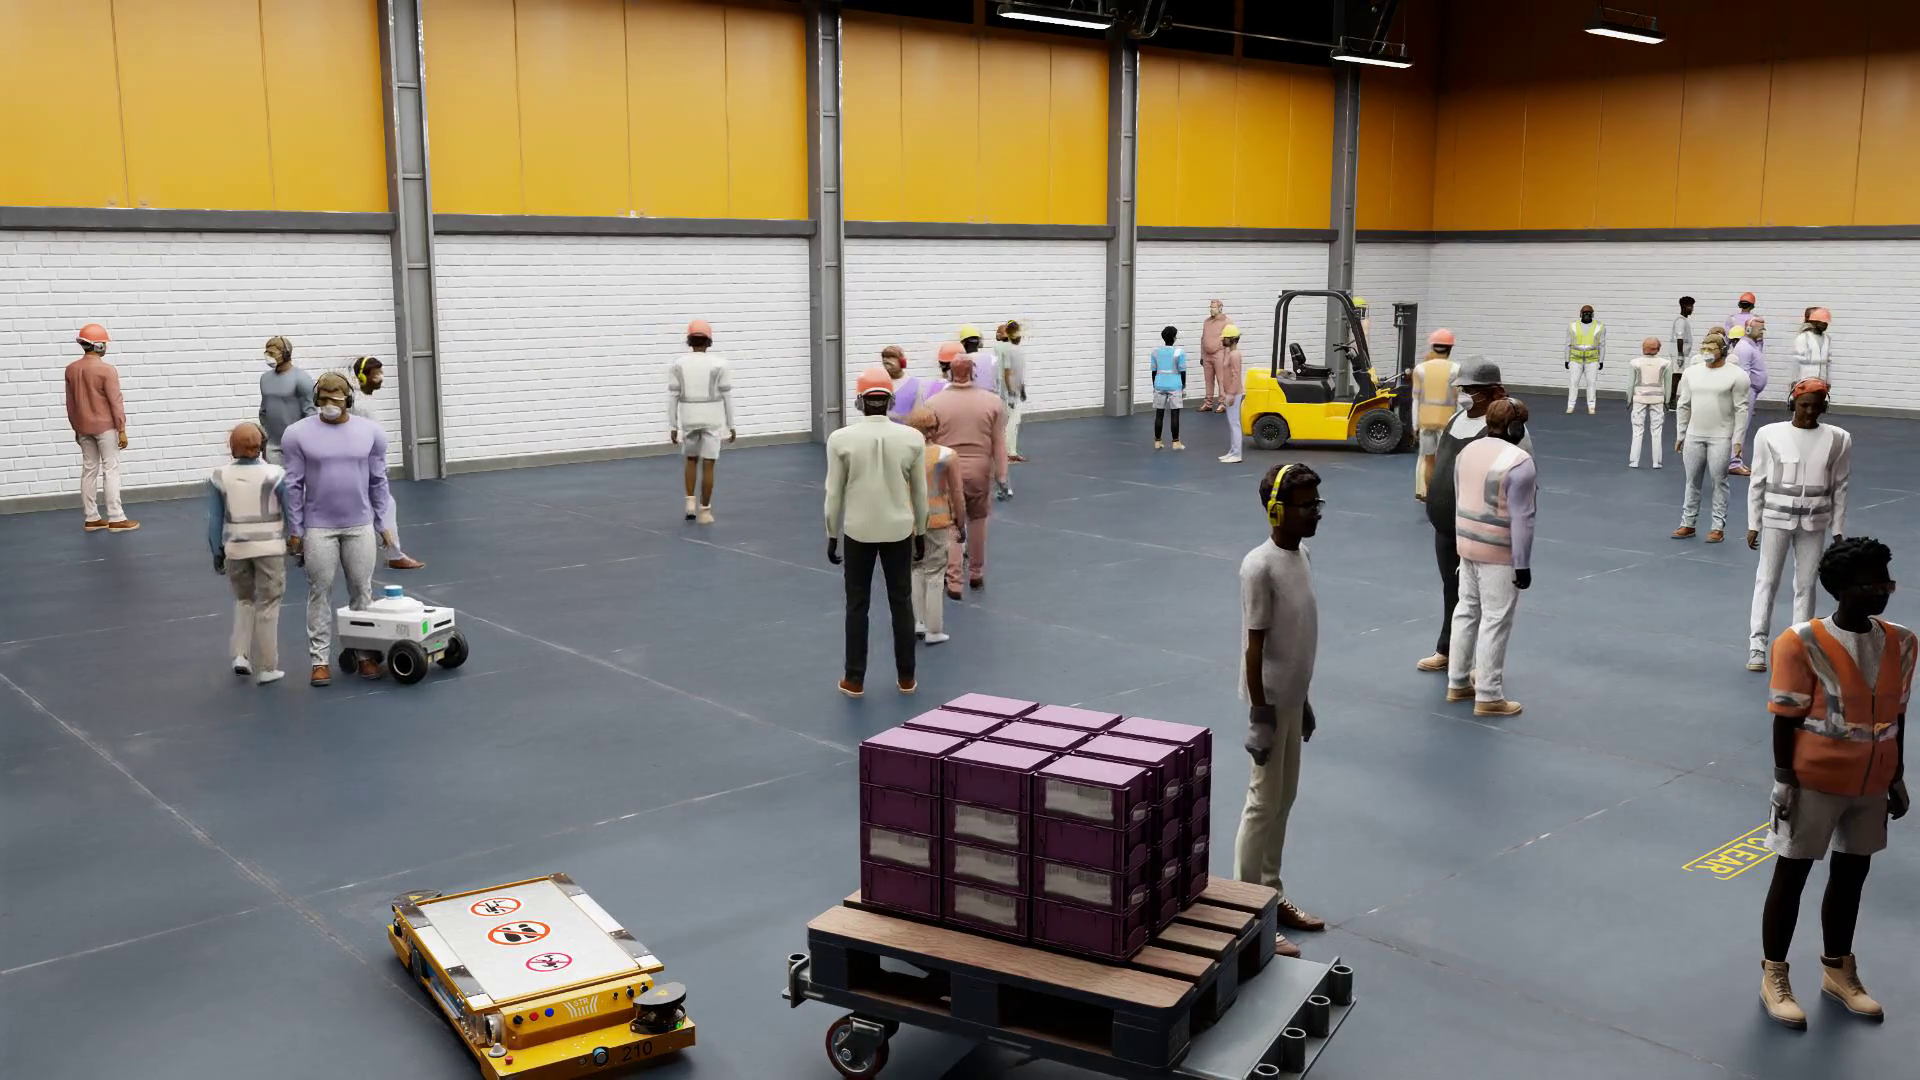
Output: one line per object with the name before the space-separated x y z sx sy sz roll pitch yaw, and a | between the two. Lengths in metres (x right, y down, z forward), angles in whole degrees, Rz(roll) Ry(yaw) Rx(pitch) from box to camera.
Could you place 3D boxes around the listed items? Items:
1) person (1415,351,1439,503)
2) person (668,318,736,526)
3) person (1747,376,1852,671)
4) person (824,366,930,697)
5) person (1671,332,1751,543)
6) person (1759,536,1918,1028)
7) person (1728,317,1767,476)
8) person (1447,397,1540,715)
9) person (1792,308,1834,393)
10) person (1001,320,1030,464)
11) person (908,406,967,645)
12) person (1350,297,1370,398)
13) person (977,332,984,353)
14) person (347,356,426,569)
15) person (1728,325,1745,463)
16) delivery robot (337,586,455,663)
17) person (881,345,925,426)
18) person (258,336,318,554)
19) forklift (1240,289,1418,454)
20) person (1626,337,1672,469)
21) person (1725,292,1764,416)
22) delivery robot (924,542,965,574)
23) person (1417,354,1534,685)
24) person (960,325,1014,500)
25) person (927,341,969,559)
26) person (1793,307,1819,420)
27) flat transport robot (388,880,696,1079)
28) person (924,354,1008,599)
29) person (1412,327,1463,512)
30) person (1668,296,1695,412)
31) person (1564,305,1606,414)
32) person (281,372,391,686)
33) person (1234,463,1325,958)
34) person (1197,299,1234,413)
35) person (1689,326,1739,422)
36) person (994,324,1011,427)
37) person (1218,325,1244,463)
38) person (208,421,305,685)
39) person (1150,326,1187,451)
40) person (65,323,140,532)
person | 5.045 -1.205 17.783 0.285 1.633 0.497 1 10 3
person | -2.523 -1.154 16.326 0.629 2.022 0.517 1 10 5
person | 5.291 -0.092 10.532 0.573 1.887 0.356 3 10 15
person | -0.500 -0.053 10.048 0.636 1.981 0.429 -2 10 -13
person | 6.926 -0.944 15.365 0.356 1.937 0.633 -9 13 -41
person | 3.013 0.824 5.714 0.535 1.700 0.318 -2 10 -10
person | 9.520 -1.734 20.095 0.399 1.905 0.643 5 11 29
person | 3.103 0.090 9.662 0.431 1.834 0.640 -3 10 -15
person | 11.820 -2.247 23.036 0.574 1.924 0.416 -2 10 -11
person | 0.670 -1.884 21.216 0.383 1.833 0.589 4 10 20
person | -0.222 -0.097 11.304 0.551 1.626 0.409 2 10 14
person | 6.946 -3.276 29.061 0.387 1.922 0.594 -1 10 -4
person | 0.233 -2.138 23.389 0.859 1.586 0.520 -5 11 -25
person | -5.007 -0.622 13.817 0.917 1.827 0.520 -4 10 -20
person | 9.782 -1.826 21.036 0.533 1.767 0.327 4 11 24
delivery robot | -3.561 0.532 10.493 0.707 0.478 0.477 3 10 19
person | -0.591 -0.900 15.448 0.739 1.822 0.529 6 11 30
person | -5.958 -0.839 14.747 0.638 1.938 0.357 5 11 26
forklift | 5.034 -2.339 22.783 2.313 2.155 1.214 3 10 16
person | 8.538 -1.693 20.632 0.517 1.636 0.313 4 10 20
person | 12.937 -3.065 27.473 0.605 2.045 0.377 7 12 36
delivery robot | -0.238 0.011 13.546 0.477 0.478 0.707 5 11 25
person | 3.153 -0.133 10.319 0.539 2.000 0.688 -4 11 -24
person | 0.221 -1.343 17.822 0.766 1.898 0.574 -4 10 -22
person | -0.084 -0.744 14.258 0.407 1.936 0.554 -4 10 -22
person | 13.357 -2.746 26.199 0.430 1.845 0.624 4 11 24
flat transport robot | -1.523 1.507 5.891 0.652 0.197 1.431 -6 11 -32
person | 0.018 -0.516 13.045 0.693 1.872 0.869 -1 10 -4
person | 4.849 -1.196 16.911 0.544 1.920 0.584 5 11 28
person | 12.252 -3.164 28.288 0.368 1.963 0.609 4 10 22
person | 10.433 -3.009 27.802 0.645 1.831 0.431 4 10 21
person | -3.838 -0.074 10.291 0.627 1.934 0.370 -5 11 -29
person | 1.231 0.633 6.332 0.317 1.870 0.531 6 11 30
person | 4.298 -3.097 28.065 0.407 1.908 0.641 -9 13 -42
person | 8.529 -1.495 18.863 0.506 1.847 0.350 4 11 23
person | 0.666 -2.361 24.553 0.267 1.632 0.507 8 13 40
person | 3.458 -1.866 21.271 0.326 1.766 0.533 1 10 5
person | -4.324 0.083 10.265 0.528 1.625 0.391 0 10 3
person | 2.838 -2.057 22.588 0.541 1.698 0.317 6 11 30
person | -8.240 -1.070 15.935 0.622 1.993 0.382 3 10 17
